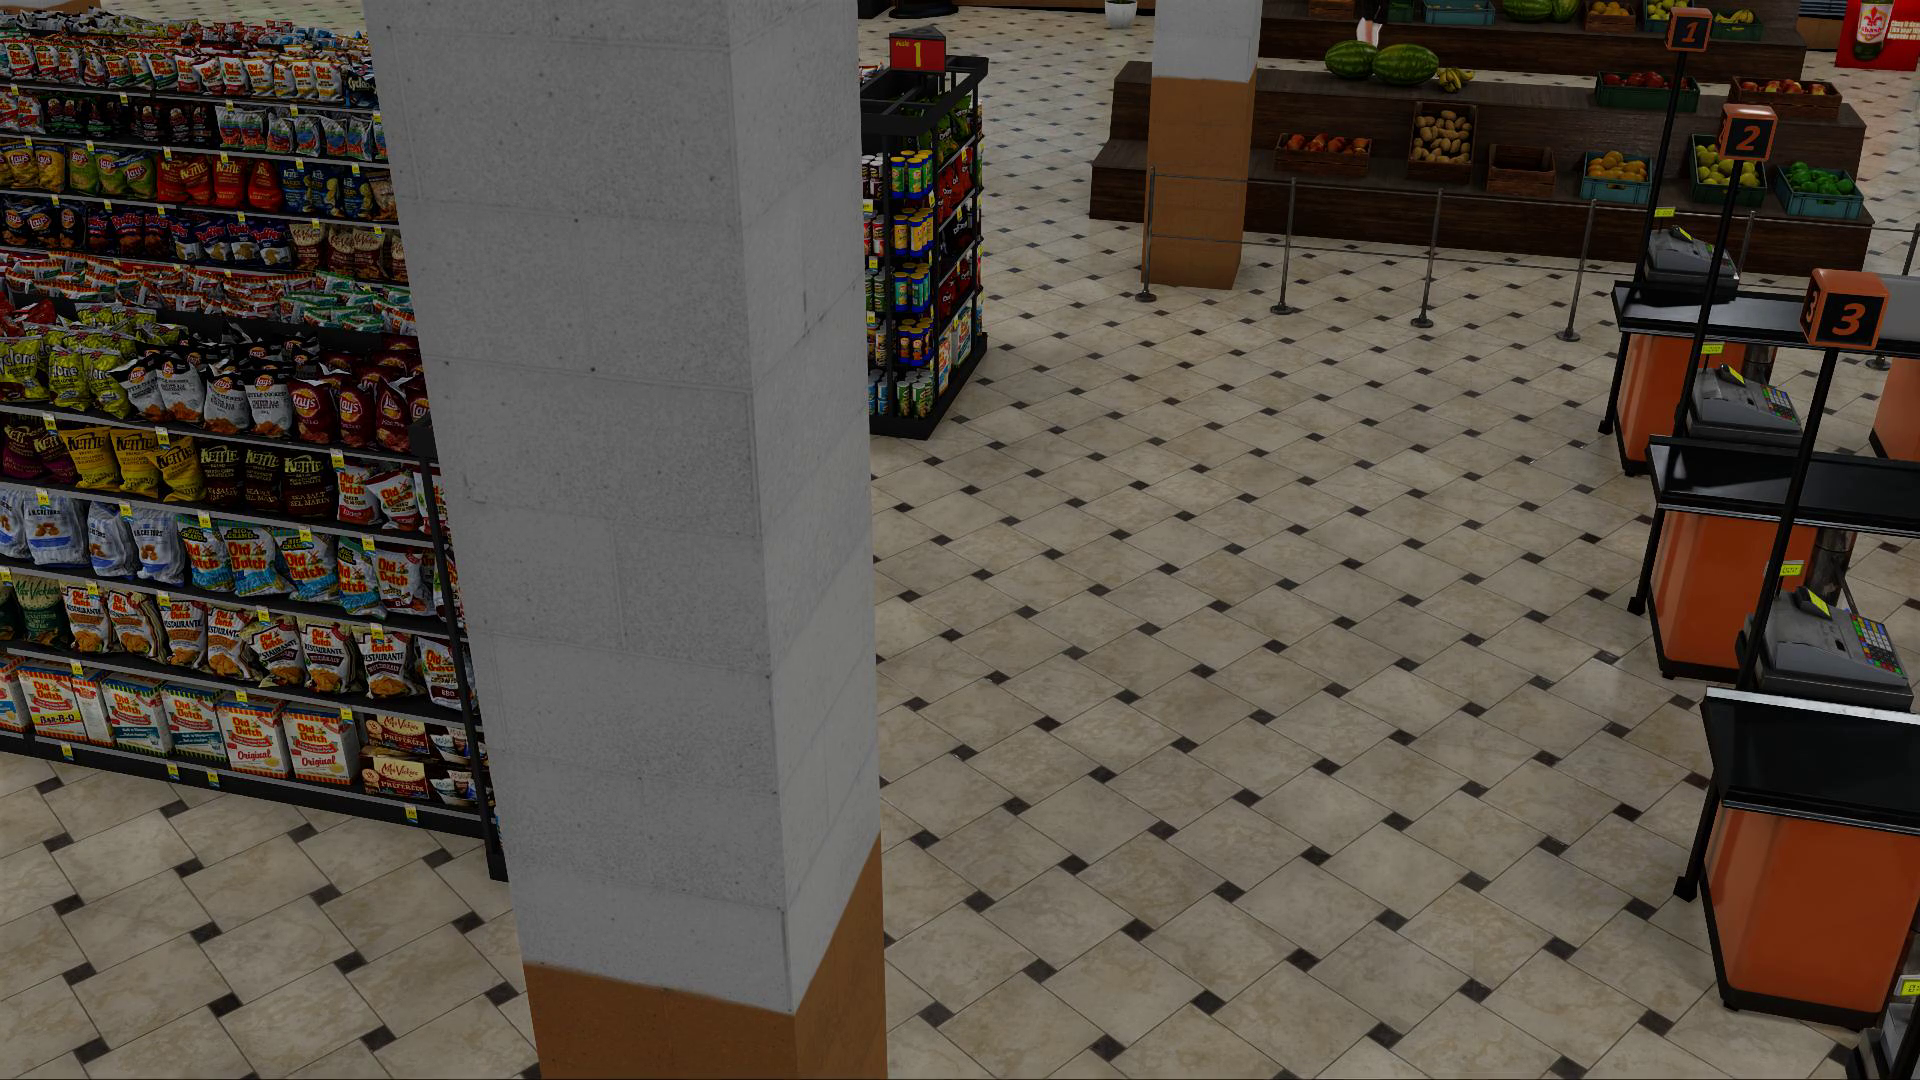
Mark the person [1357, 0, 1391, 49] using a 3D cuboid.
[{"bbox_3d":[4.097,-5.088,16.654,0.513,1.703,0.605,8,30,15],"label":"person"}]
